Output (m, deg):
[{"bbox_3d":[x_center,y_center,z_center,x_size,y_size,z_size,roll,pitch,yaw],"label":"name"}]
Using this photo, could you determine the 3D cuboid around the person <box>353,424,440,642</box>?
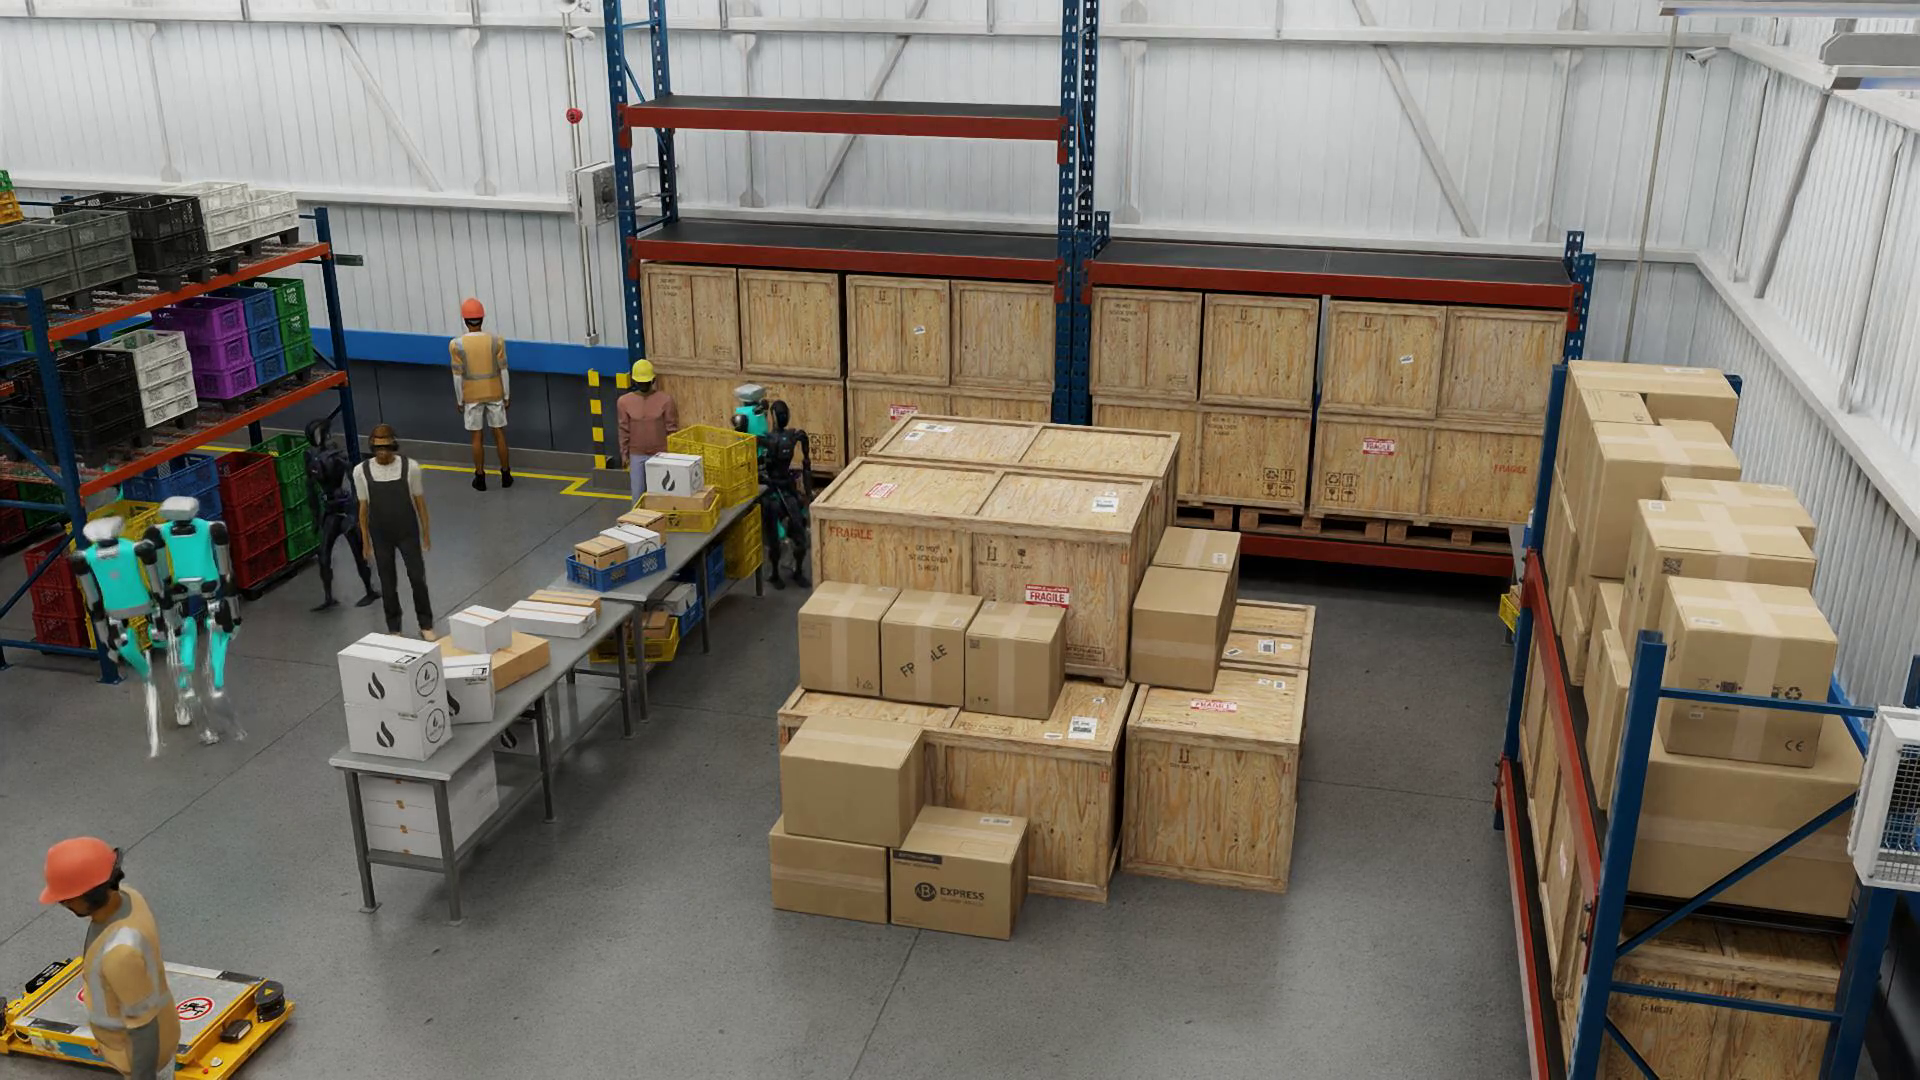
[{"bbox_3d":[-4.392,-0.031,12.938,0.507,1.834,0.338,-5,21,-13],"label":"person"}]

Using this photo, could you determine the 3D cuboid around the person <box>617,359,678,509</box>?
[{"bbox_3d":[-2.802,-0.779,14.996,0.523,1.761,0.336,-3,21,-8],"label":"person"}]

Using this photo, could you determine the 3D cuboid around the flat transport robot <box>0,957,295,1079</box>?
[{"bbox_3d":[-4.270,2.464,8.601,1.431,0.231,0.659,5,22,13],"label":"flat transport robot"}]

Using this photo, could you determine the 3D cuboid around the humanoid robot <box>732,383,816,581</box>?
[{"bbox_3d":[-1.508,-0.429,14.139,0.741,1.798,0.551,6,22,16],"label":"humanoid robot"}]

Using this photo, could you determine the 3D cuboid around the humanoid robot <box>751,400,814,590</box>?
[{"bbox_3d":[-1.507,-0.385,14.068,0.598,1.647,0.315,-11,23,-26],"label":"humanoid robot"}]

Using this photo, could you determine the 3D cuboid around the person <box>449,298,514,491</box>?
[{"bbox_3d":[-4.729,-1.439,16.472,0.543,1.940,0.348,-9,23,-21],"label":"person"}]

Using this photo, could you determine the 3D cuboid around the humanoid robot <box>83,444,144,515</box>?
[{"bbox_3d":[-7.510,-0.654,14.680,0.532,1.728,0.968,11,23,26],"label":"humanoid robot"}]

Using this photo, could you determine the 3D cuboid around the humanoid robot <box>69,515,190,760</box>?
[{"bbox_3d":[-5.633,0.574,11.523,0.565,1.779,0.894,-3,21,-8],"label":"humanoid robot"}]

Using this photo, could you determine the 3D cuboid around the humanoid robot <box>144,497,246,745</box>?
[{"bbox_3d":[-5.229,0.615,11.358,0.542,1.770,0.675,-3,21,-7],"label":"humanoid robot"}]

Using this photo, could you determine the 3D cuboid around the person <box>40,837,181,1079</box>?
[{"bbox_3d":[-3.490,2.134,6.998,0.399,2.033,0.605,-11,23,-26],"label":"person"}]

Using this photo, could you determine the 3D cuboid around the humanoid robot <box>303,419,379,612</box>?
[{"bbox_3d":[-5.098,-0.195,13.598,0.600,1.640,0.573,9,23,23],"label":"humanoid robot"}]
